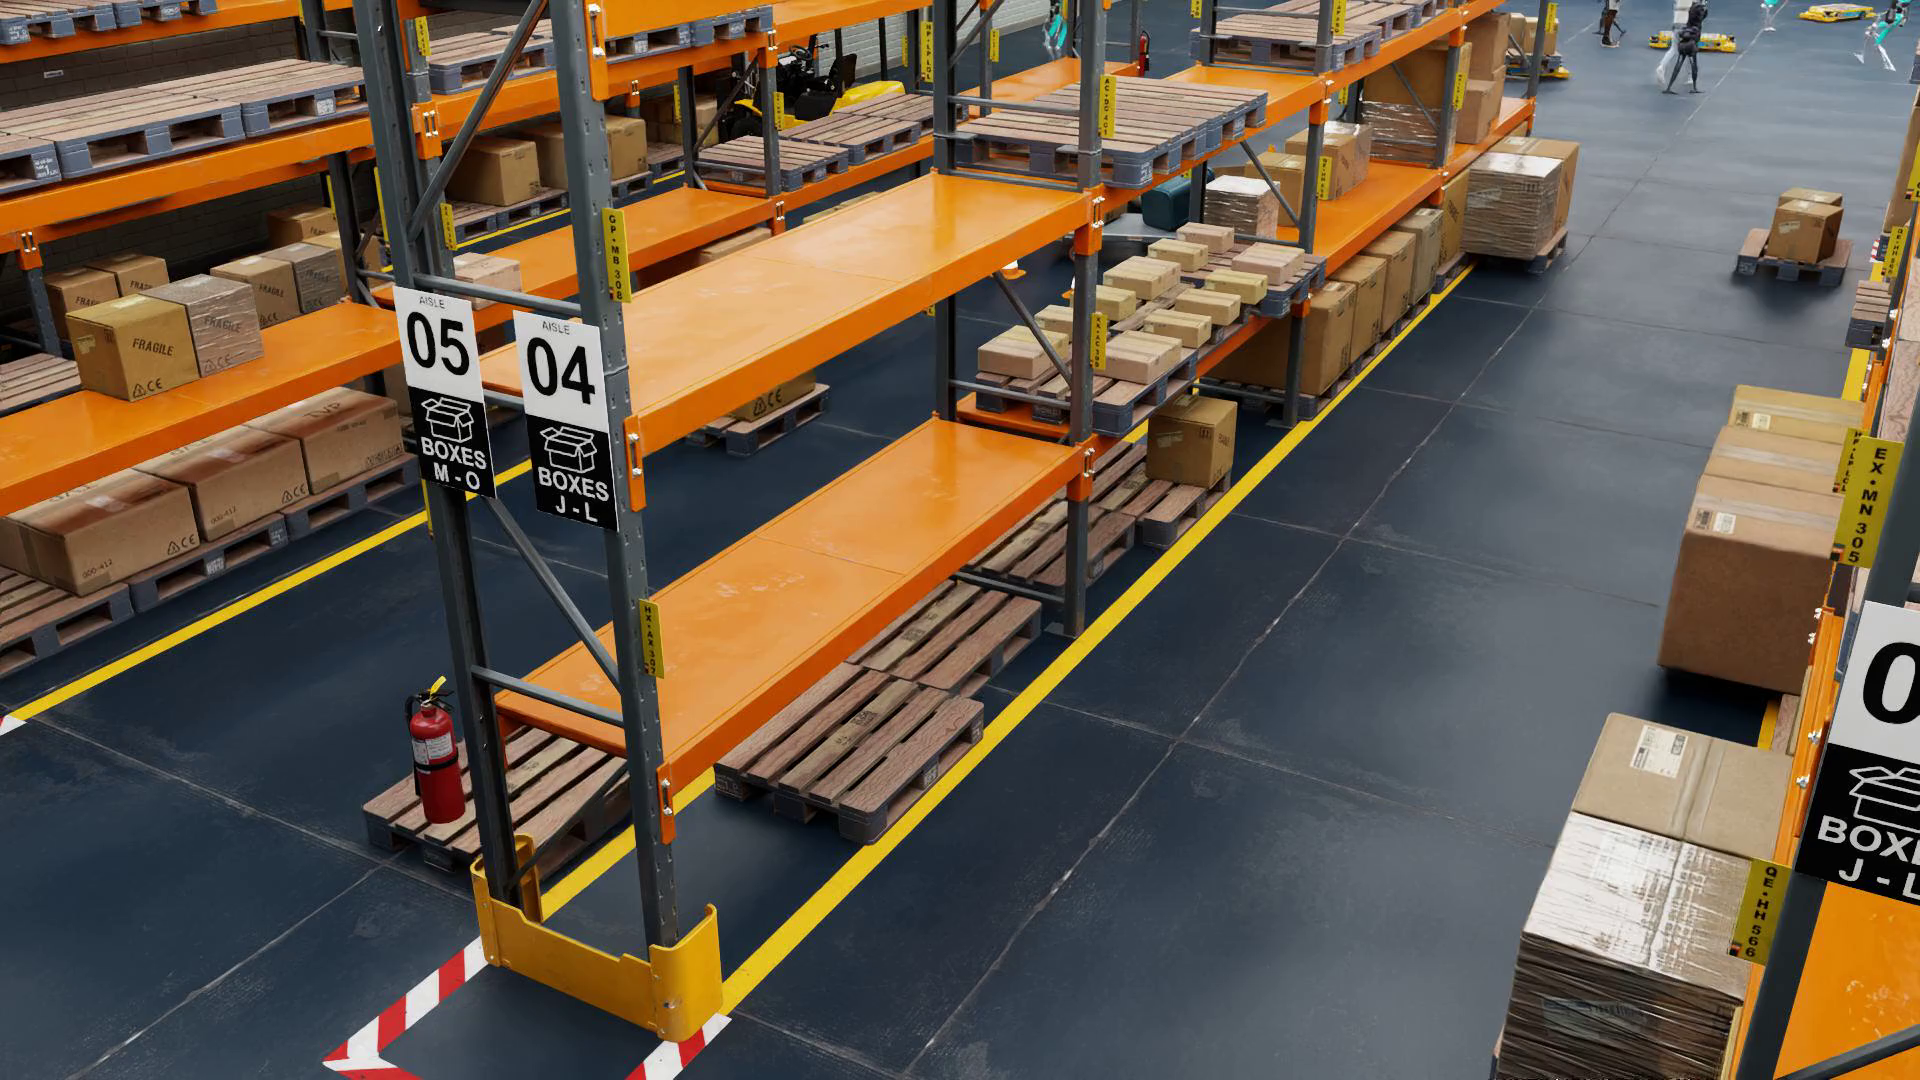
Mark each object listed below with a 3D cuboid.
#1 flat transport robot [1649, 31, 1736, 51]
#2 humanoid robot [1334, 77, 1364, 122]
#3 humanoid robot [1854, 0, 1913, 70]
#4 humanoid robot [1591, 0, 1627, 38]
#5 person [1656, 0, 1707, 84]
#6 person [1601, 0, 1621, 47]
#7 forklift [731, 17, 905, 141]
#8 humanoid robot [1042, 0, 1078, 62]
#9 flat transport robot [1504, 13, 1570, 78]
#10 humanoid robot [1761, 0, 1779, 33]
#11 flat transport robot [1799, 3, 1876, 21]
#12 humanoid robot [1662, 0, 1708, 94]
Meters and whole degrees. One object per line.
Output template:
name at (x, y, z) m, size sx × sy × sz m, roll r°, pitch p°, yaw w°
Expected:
flat transport robot at (13.244, -9.017, 30.077) m, size 1.431 × 0.231 × 0.659 m, roll 10°, pitch 27°, yaw 20°
humanoid robot at (5.876, -6.846, 24.001) m, size 0.794 × 1.621 × 0.595 m, roll 5°, pitch 26°, yaw 10°
humanoid robot at (15.585, -8.876, 28.136) m, size 0.530 × 1.778 × 0.993 m, roll -17°, pitch 30°, yaw -31°
humanoid robot at (12.234, -10.227, 31.025) m, size 0.609 × 1.645 × 0.735 m, roll -21°, pitch 33°, yaw -37°
person at (11.611, -8.257, 26.638) m, size 0.759 × 1.894 × 0.599 m, roll -21°, pitch 33°, yaw -37°
person at (11.879, -9.928, 30.017) m, size 0.361 × 1.963 × 0.613 m, roll 9°, pitch 27°, yaw 19°
forklift at (-1.819, -5.975, 21.543) m, size 2.313 × 2.155 × 1.214 m, roll 14°, pitch 29°, yaw 26°
humanoid robot at (1.598, -8.614, 27.618) m, size 0.530 × 1.847 × 0.703 m, roll 21°, pitch 33°, yaw 36°
flat transport robot at (9.325, -7.846, 27.645) m, size 1.431 × 0.231 × 0.659 m, roll 2°, pitch 26°, yaw 5°
humanoid robot at (15.361, -10.363, 31.277) m, size 0.799 × 1.847 × 0.540 m, roll 0°, pitch 26°, yaw 0°
flat transport robot at (17.568, -10.547, 33.257) m, size 1.431 × 0.231 × 0.659 m, roll -13°, pitch 28°, yaw -24°
humanoid robot at (11.406, -7.771, 25.891) m, size 0.654 × 1.636 × 0.611 m, roll 2°, pitch 26°, yaw 4°
